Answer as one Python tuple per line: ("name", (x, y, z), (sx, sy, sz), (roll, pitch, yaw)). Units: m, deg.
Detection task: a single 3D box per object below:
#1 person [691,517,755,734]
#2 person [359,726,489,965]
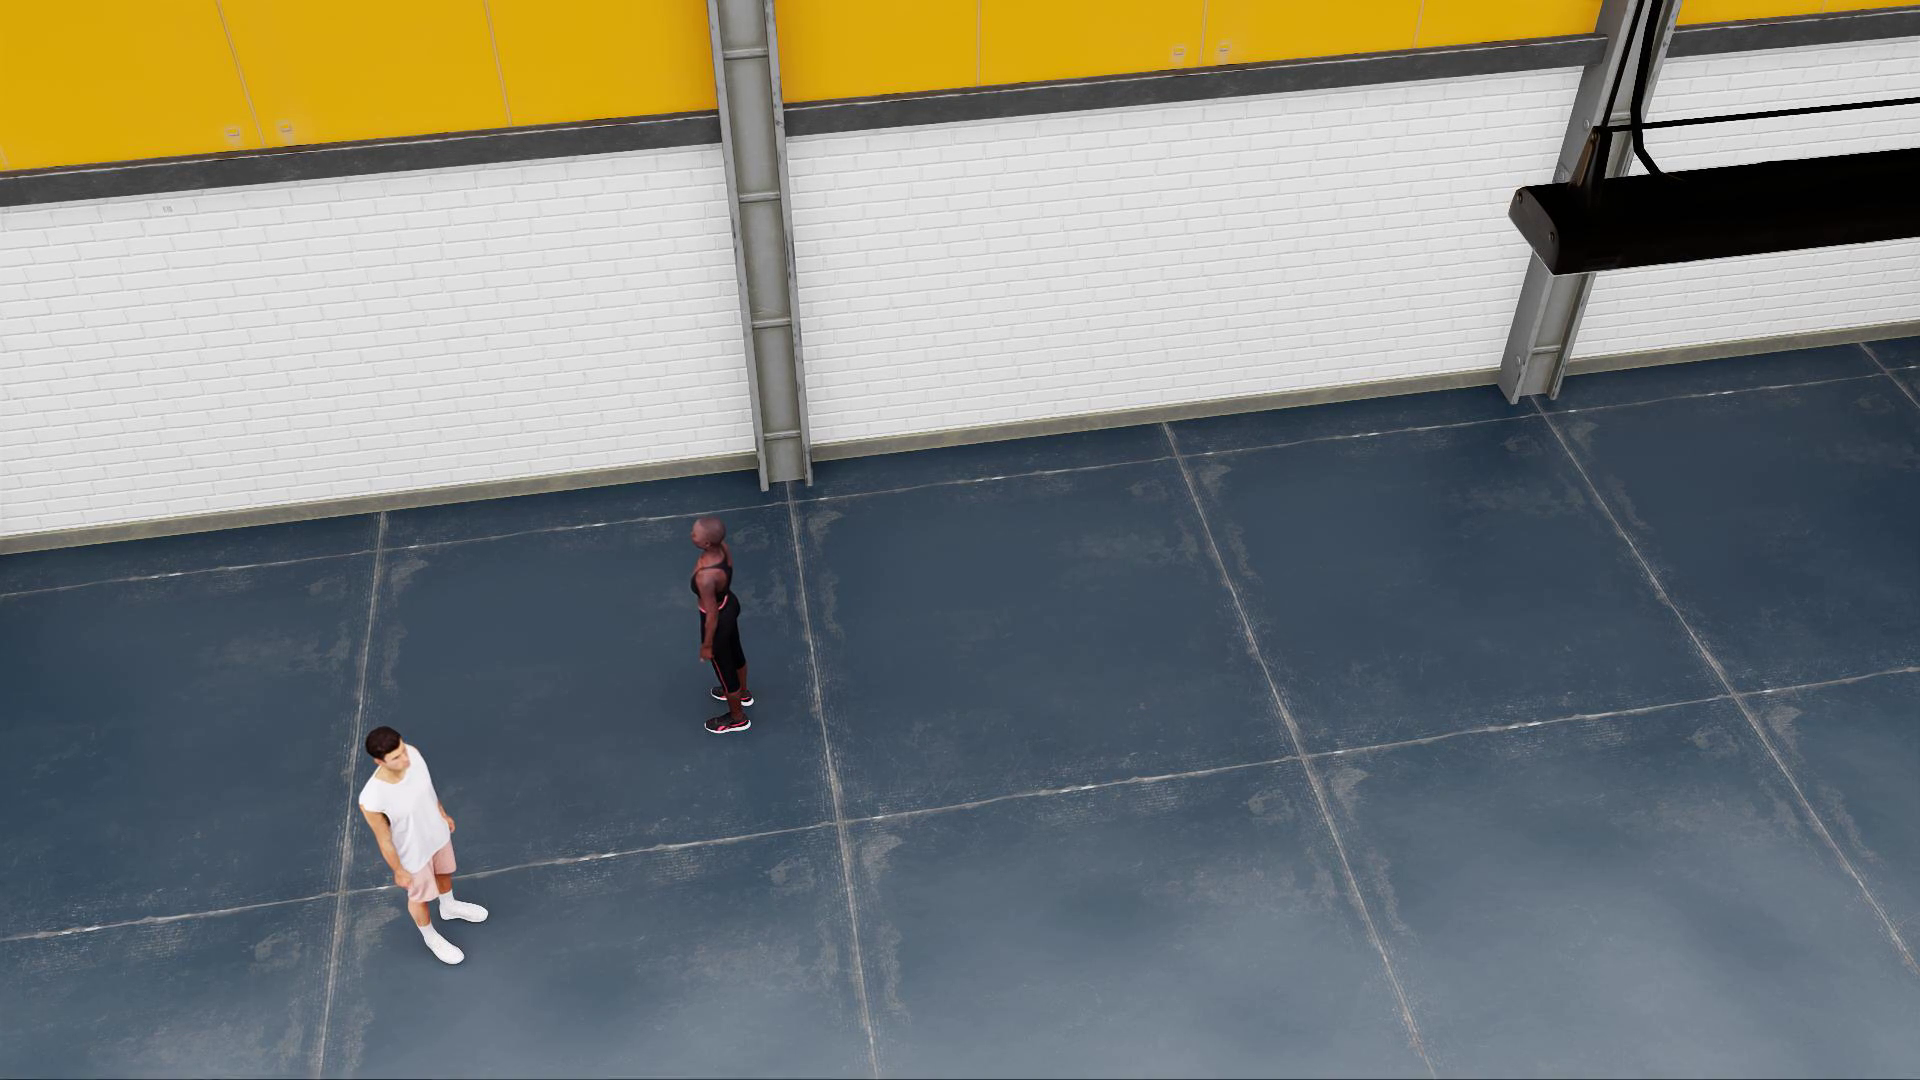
("person", (-1.481, 0.510, 10.349), (0.610, 1.757, 0.630), (4, 44, 4))
("person", (-2.995, 1.637, 9.144), (0.735, 1.789, 0.731), (13, 45, 13))
